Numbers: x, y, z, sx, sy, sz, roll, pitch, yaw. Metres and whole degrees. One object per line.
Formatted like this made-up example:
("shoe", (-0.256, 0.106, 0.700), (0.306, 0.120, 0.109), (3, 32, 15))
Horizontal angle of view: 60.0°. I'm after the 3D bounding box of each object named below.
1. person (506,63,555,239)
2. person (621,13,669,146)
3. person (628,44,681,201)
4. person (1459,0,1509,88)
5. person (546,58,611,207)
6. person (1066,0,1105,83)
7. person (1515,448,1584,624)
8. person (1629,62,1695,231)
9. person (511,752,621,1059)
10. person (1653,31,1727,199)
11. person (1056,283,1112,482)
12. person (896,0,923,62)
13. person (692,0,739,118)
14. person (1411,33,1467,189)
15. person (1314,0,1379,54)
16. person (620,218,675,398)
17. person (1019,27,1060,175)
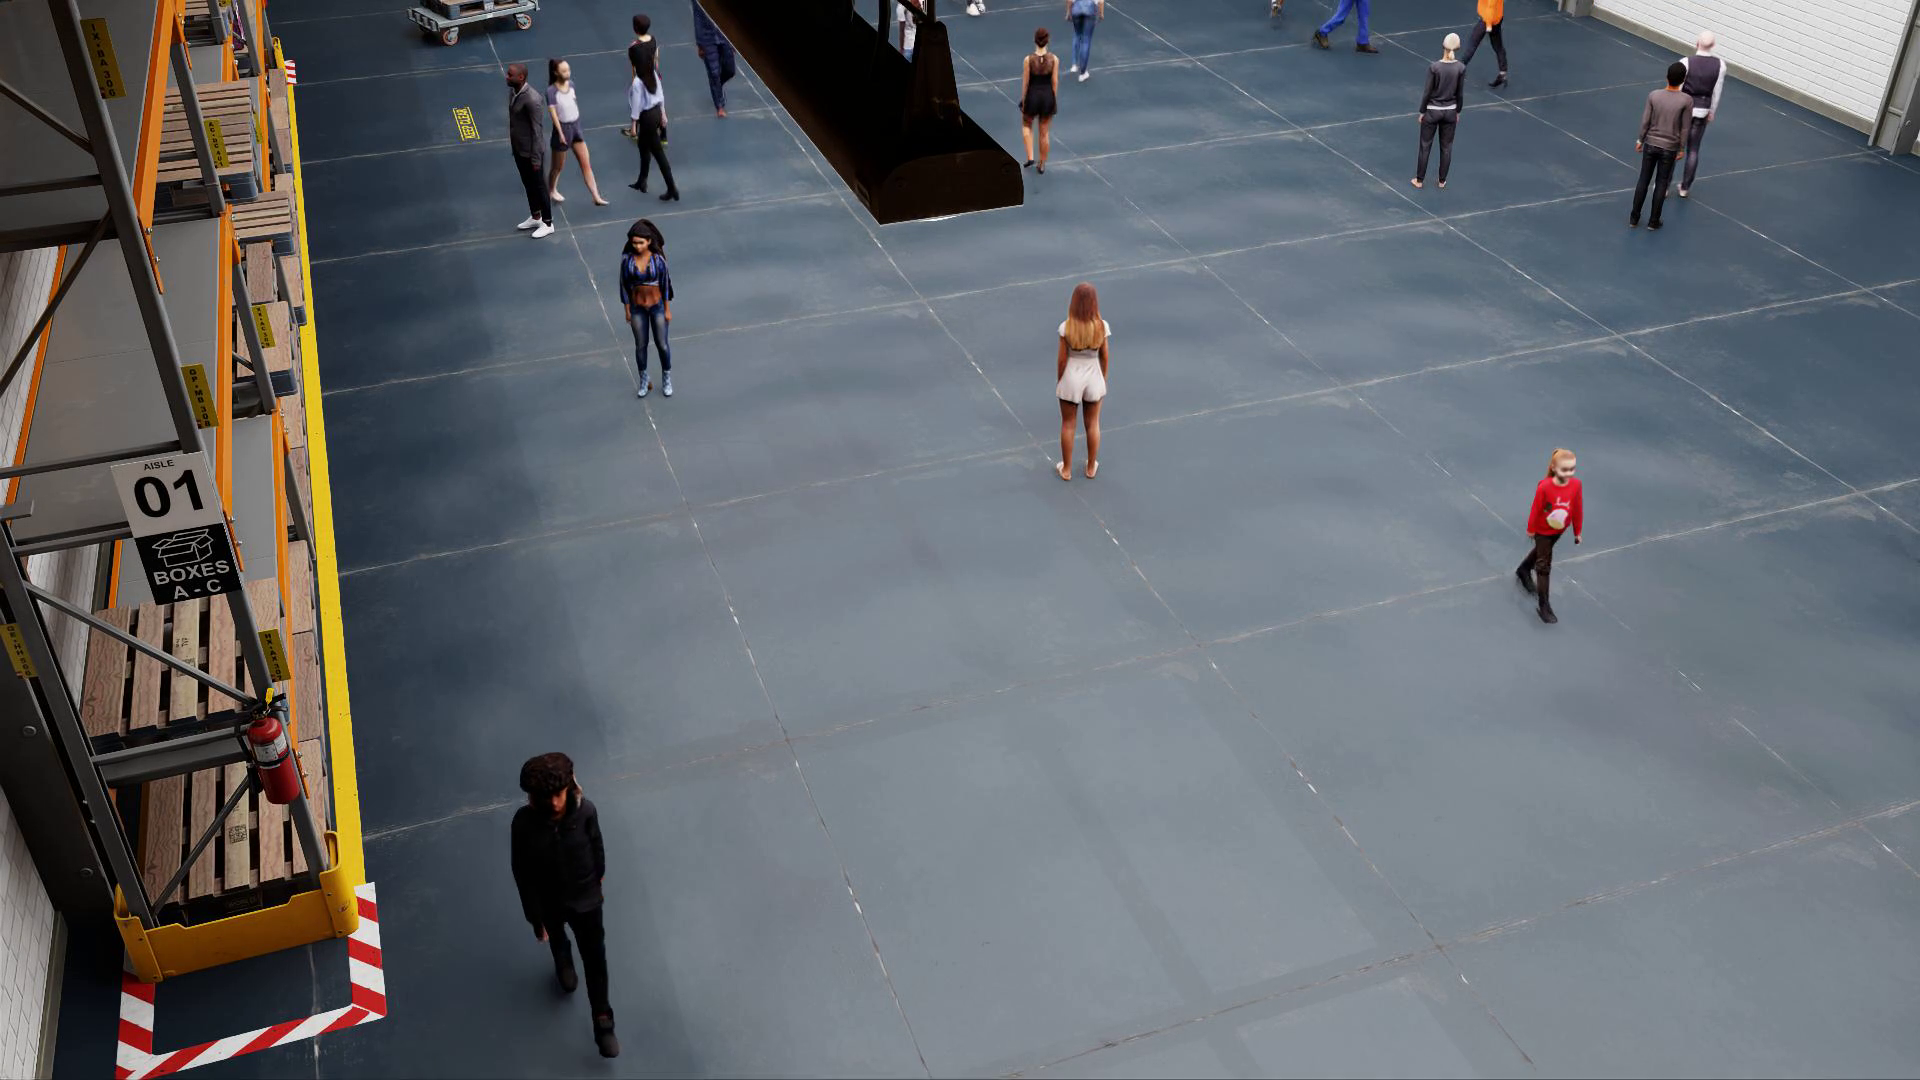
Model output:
("person", (-4.498, -4.087, 17.378), (0.847, 1.818, 0.669), (-24, 41, -32))
("person", (-3.646, -5.401, 19.618), (0.987, 1.527, 0.838), (25, 41, 32))
("person", (-3.283, -4.509, 18.102), (1.011, 1.720, 0.981), (10, 35, 14))
("person", (6.882, -6.622, 21.291), (1.176, 1.708, 1.032), (20, 38, 27))
("person", (-4.335, -4.387, 18.020), (1.133, 1.606, 0.965), (22, 40, 30))
("person", (1.587, -6.816, 21.585), (0.771, 1.705, 0.826), (13, 36, 18))
("person", (4.196, -0.105, 11.898), (0.566, 1.252, 0.924), (-7, 34, -11))
("person", (7.372, -4.145, 17.510), (0.682, 1.768, 0.774), (9, 35, 13))
("person", (-2.091, 1.772, 8.642), (0.605, 1.730, 1.102), (-12, 35, -17))
("person", (7.994, -4.664, 18.242), (0.776, 1.822, 0.751), (3, 34, 5))
("person", (0.962, -1.254, 13.225), (0.626, 1.697, 0.624), (-2, 34, -4))
("person", (-0.559, -6.031, 20.401), (0.874, 1.709, 0.930), (-28, 43, -35))
("person", (-3.037, -6.186, 20.546), (0.664, 1.807, 0.856), (-12, 35, -17))
("person", (5.344, -4.775, 18.496), (0.682, 1.726, 0.653), (2, 34, 2))
("person", (5.294, -7.519, 22.566), (1.242, 1.791, 1.041), (24, 41, 32))
("person", (-2.703, -1.997, 14.418), (0.666, 1.614, 0.644), (-1, 34, -2))
("person", (0.904, -4.935, 18.792), (0.658, 1.666, 0.689), (-3, 34, -5))
